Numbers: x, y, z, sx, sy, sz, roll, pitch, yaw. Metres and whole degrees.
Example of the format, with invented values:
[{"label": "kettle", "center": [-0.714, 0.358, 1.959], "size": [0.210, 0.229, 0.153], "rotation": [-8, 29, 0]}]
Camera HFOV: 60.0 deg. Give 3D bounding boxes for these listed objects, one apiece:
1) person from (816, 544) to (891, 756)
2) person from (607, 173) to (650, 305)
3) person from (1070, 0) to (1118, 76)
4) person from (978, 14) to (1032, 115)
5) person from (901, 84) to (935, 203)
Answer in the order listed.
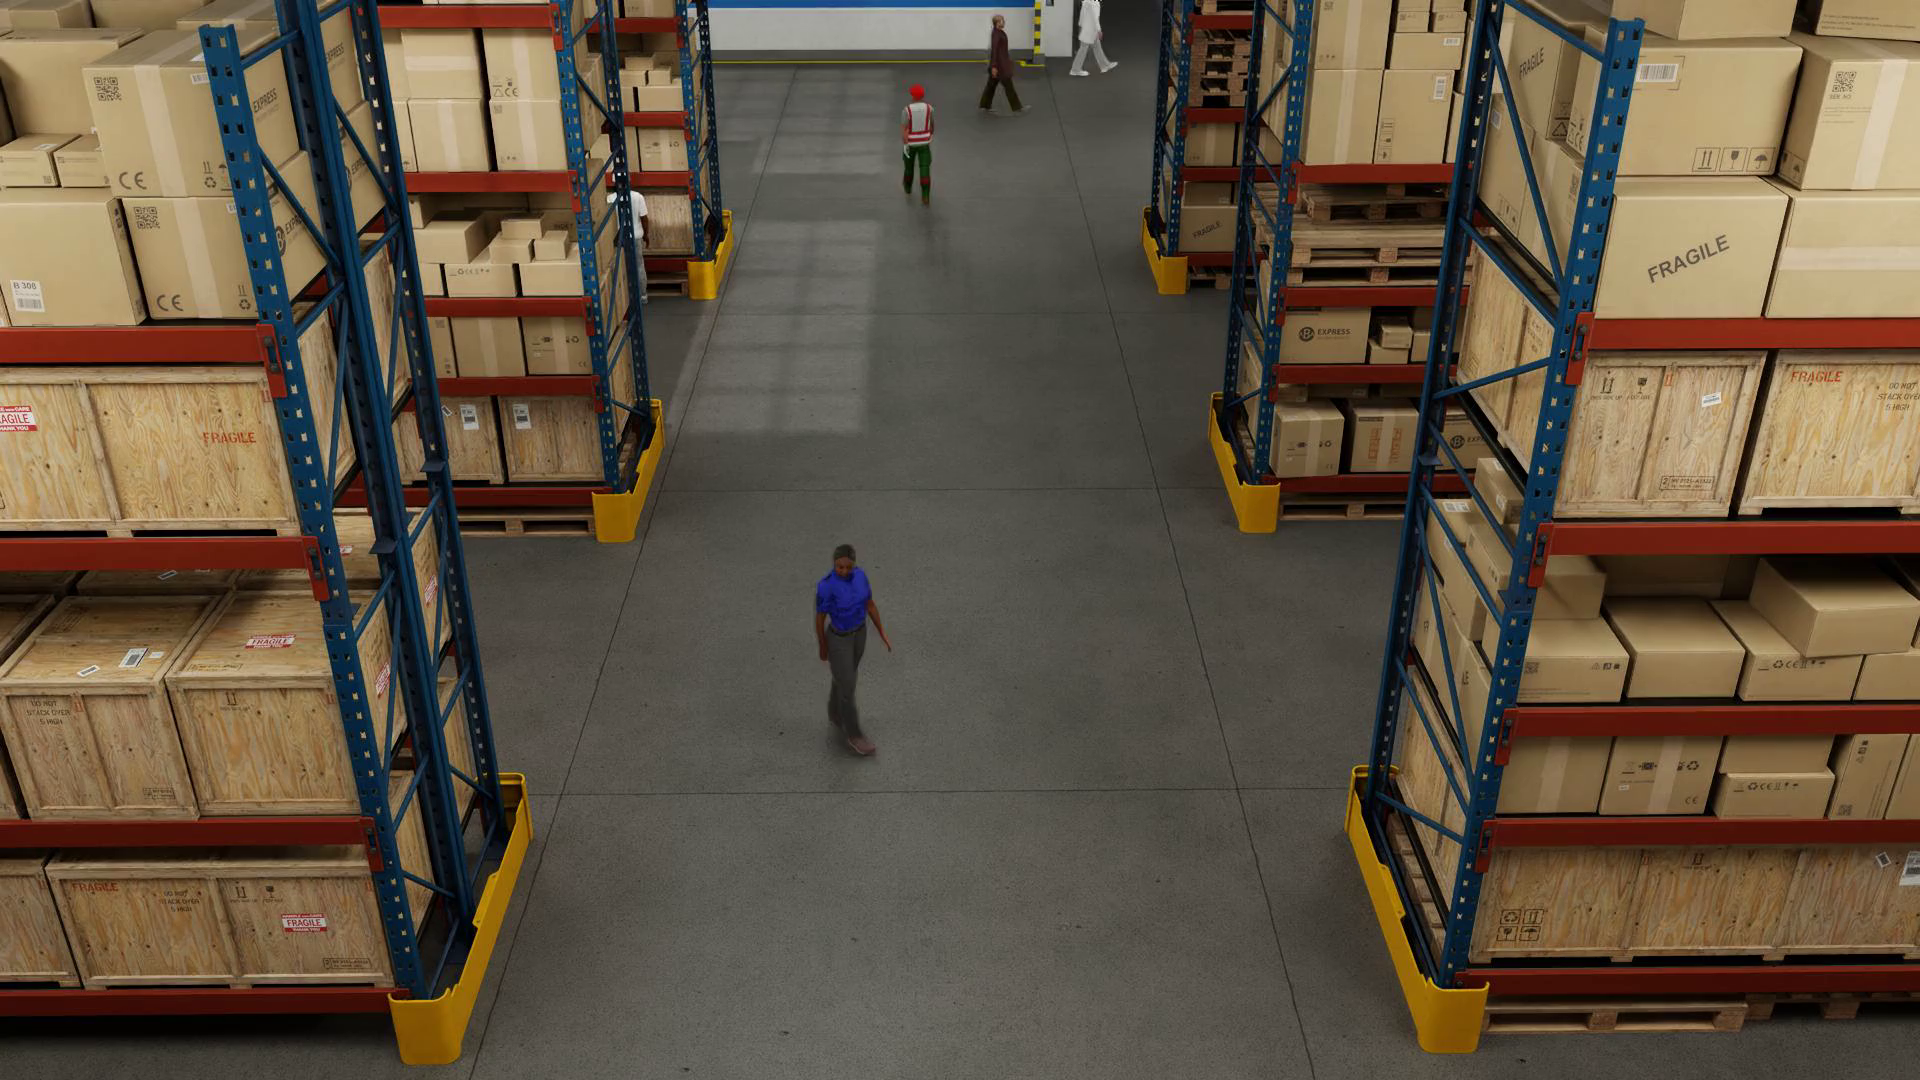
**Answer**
[{"label": "person", "center": [-0.788, 0.773, 12.541], "size": [0.657, 1.653, 0.466], "rotation": [22, 35, 34]}, {"label": "person", "center": [-4.220, -3.827, 21.024], "size": [0.565, 1.770, 0.402], "rotation": [-14, 31, -24]}, {"label": "person", "center": [2.647, -9.957, 32.402], "size": [0.984, 1.744, 0.589], "rotation": [-2, 28, -4]}, {"label": "person", "center": [0.802, -8.469, 29.624], "size": [0.969, 1.751, 0.622], "rotation": [-1, 28, -1]}, {"label": "person", "center": [-0.641, -6.011, 25.077], "size": [0.525, 1.747, 1.038], "rotation": [-4, 29, -8]}]
